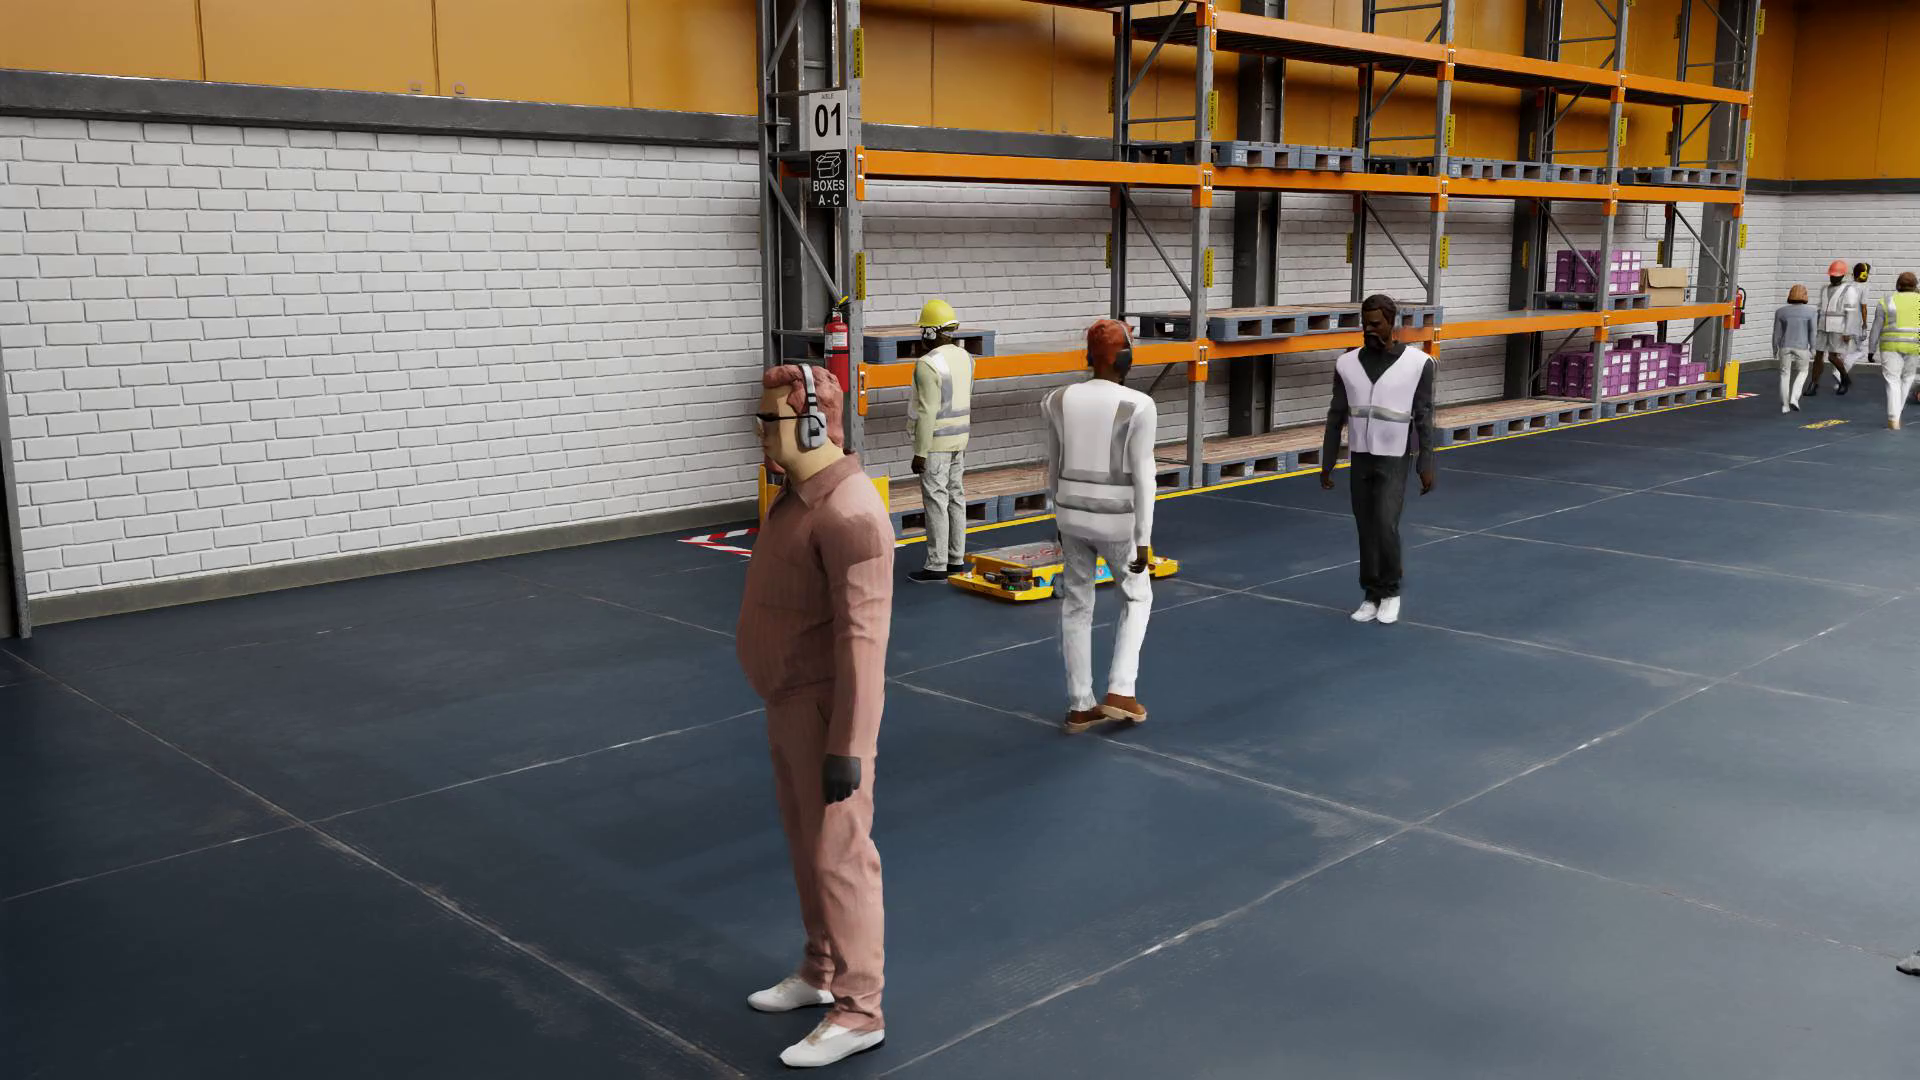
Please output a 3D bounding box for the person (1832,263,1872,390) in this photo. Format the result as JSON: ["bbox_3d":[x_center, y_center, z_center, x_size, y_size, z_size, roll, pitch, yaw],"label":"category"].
[{"bbox_3d":[12.835,-3.065,24.013,0.445,1.848,0.628,-4,11,-21],"label":"person"}]

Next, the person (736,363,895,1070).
[{"bbox_3d":[-0.407,0.471,4.544,0.403,1.904,0.651,-4,11,-20],"label":"person"}]

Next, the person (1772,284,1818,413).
[{"bbox_3d":[10.555,-2.417,21.043,0.527,1.617,0.349,8,13,36],"label":"person"}]

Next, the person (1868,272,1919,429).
[{"bbox_3d":[11.015,-2.233,19.555,0.654,1.802,0.901,2,11,13],"label":"person"}]

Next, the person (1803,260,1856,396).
[{"bbox_3d":[12.190,-2.938,23.166,0.662,1.905,0.613,-4,11,-23],"label":"person"}]

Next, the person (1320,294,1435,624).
[{"bbox_3d":[2.391,-0.455,9.597,0.638,1.901,0.515,9,14,39],"label":"person"}]

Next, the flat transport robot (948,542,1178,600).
[{"bbox_3d":[0.676,0.158,10.711,1.431,0.197,0.652,-9,13,-39],"label":"flat transport robot"}]

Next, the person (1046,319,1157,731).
[{"bbox_3d":[0.652,-0.062,7.546,0.592,1.867,0.494,6,12,31],"label":"person"}]

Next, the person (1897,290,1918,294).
[{"bbox_3d":[13.175,-2.807,23.191,0.365,1.614,0.501,-2,11,-12],"label":"person"}]

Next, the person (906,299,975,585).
[{"bbox_3d":[-0.141,-0.630,10.745,0.404,1.832,0.600,6,12,28],"label":"person"}]

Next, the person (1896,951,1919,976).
[{"bbox_3d":[3.198,0.459,5.070,0.625,1.744,0.539,-2,11,-10],"label":"person"}]
